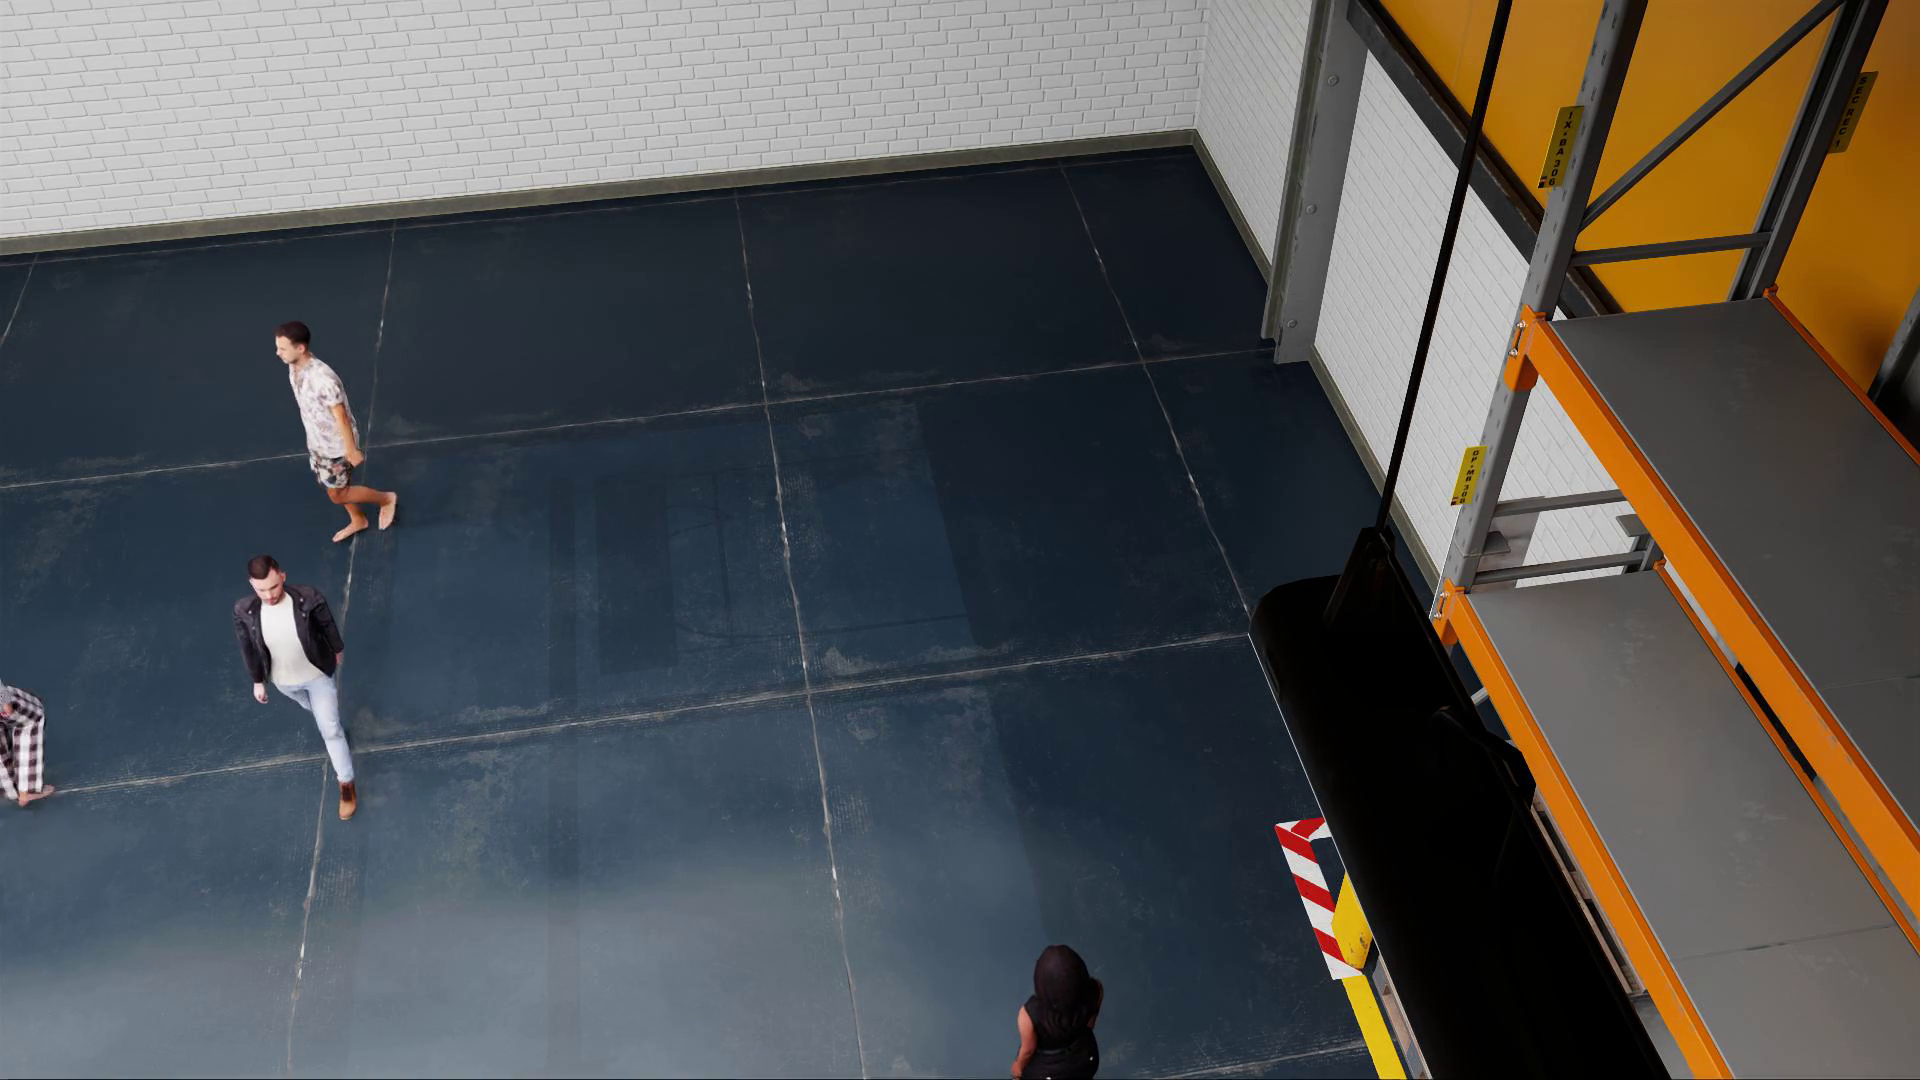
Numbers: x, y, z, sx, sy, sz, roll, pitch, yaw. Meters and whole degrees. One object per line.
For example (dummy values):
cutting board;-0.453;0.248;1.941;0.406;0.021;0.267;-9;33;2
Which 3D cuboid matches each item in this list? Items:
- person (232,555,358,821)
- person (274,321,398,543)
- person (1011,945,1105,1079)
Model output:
person;-3.850;0.699;9.698;0.673;1.800;1.098;-8;44;-9
person;-4.167;-0.739;11.207;0.851;1.800;0.918;35;53;31
person;0.465;2.460;7.890;0.662;1.743;0.625;-20;47;-19
